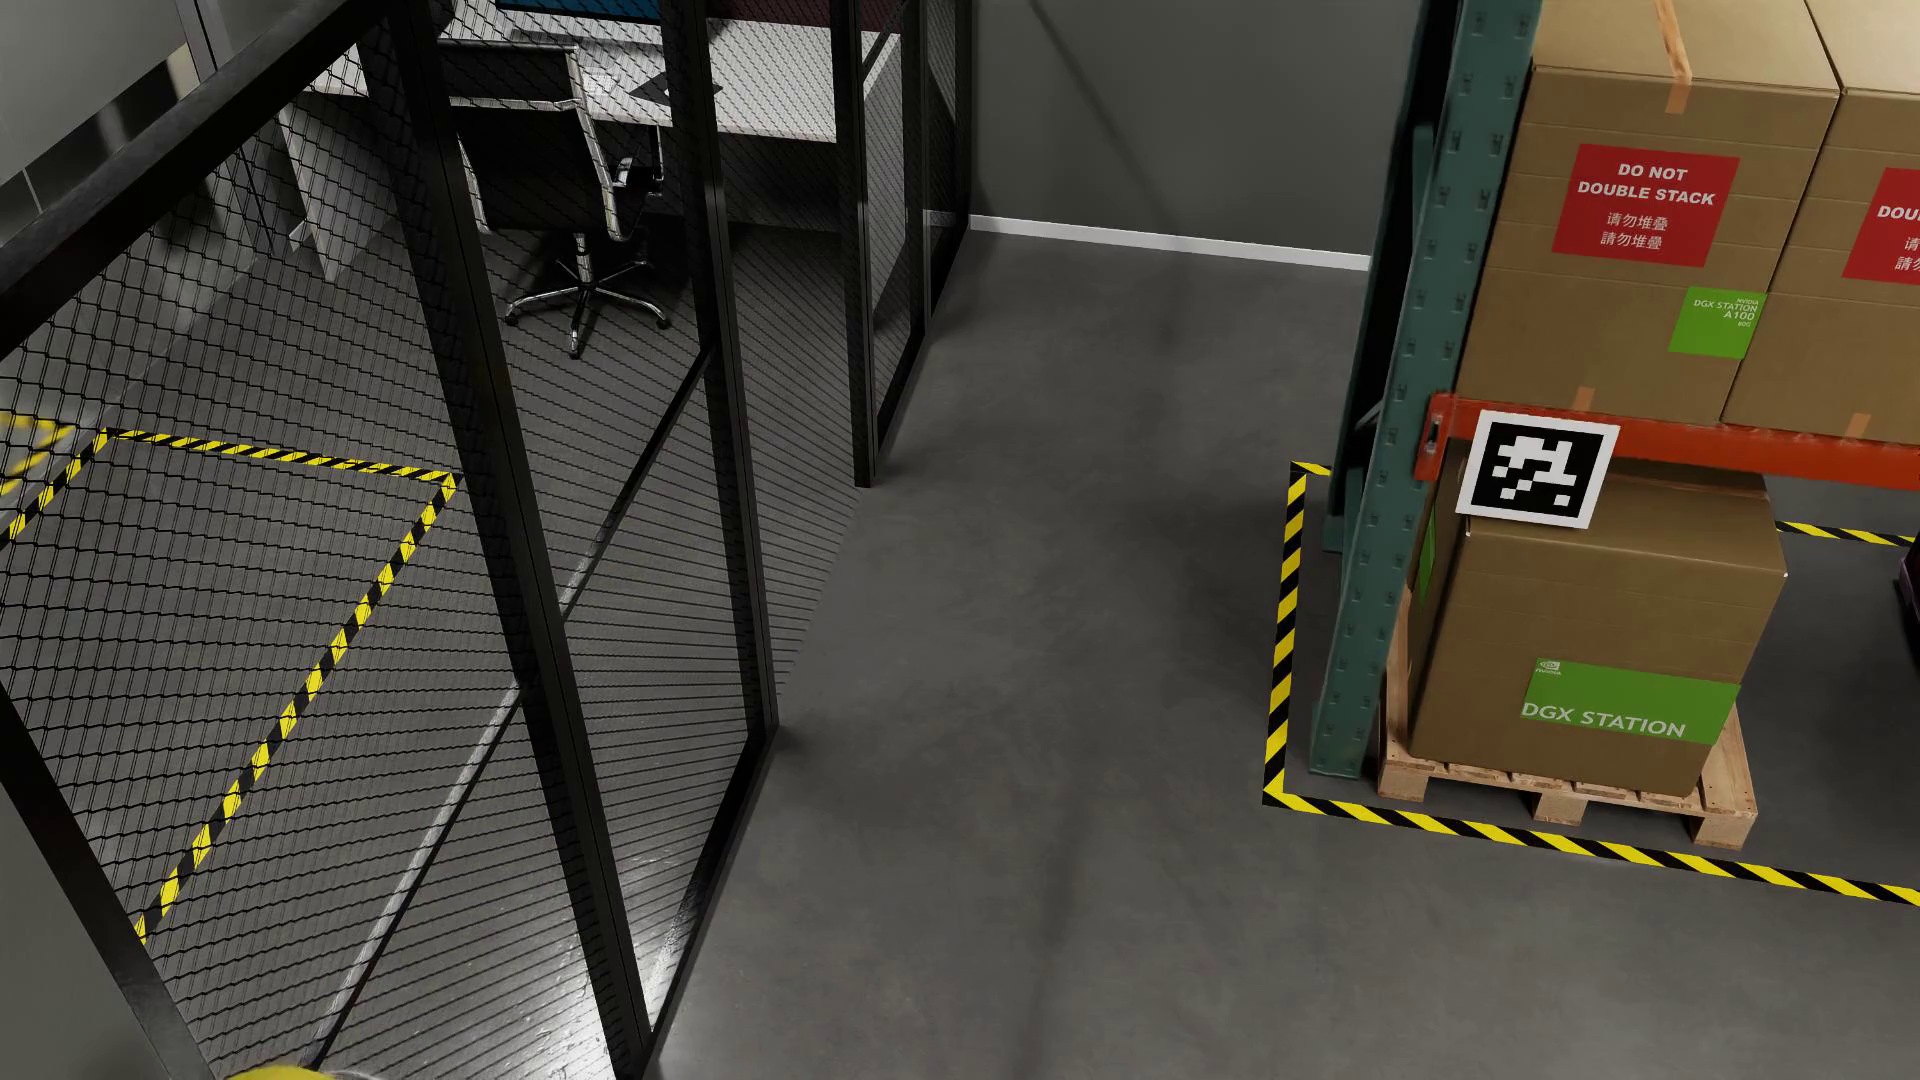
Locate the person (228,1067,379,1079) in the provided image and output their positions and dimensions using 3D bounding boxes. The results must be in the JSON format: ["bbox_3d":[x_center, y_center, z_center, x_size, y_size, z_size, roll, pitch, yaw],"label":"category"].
[{"bbox_3d":[-0.678,1.231,2.160,0.601,1.830,0.404,13,43,14],"label":"person"}]
